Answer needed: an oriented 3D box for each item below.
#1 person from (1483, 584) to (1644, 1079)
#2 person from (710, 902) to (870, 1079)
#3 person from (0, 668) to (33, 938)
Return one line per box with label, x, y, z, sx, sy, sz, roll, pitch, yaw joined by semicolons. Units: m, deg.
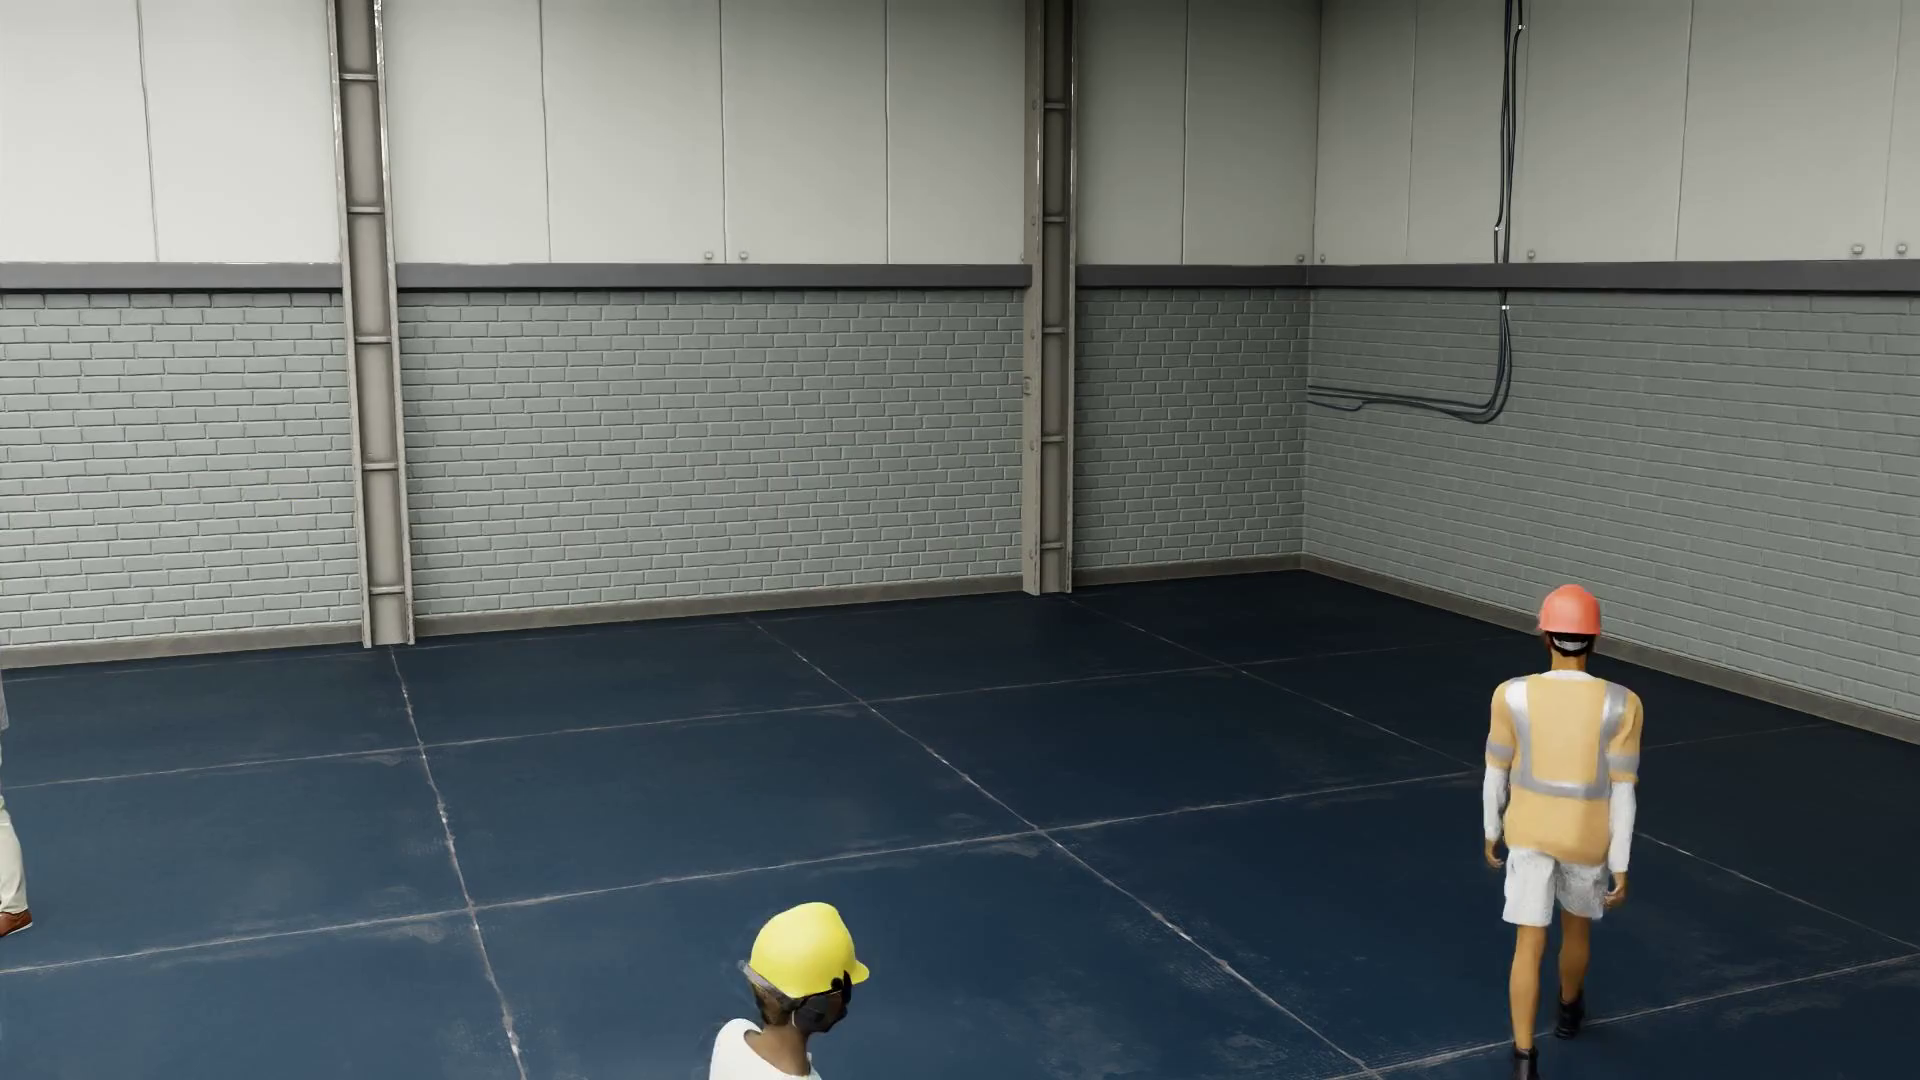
person;2.259;1.108;6.298;0.553;1.878;1.029;3;10;21
person;-0.429;1.615;3.547;0.854;1.730;0.522;-8;12;-40
person;-4.536;0.905;7.609;0.509;1.863;0.312;7;11;38
